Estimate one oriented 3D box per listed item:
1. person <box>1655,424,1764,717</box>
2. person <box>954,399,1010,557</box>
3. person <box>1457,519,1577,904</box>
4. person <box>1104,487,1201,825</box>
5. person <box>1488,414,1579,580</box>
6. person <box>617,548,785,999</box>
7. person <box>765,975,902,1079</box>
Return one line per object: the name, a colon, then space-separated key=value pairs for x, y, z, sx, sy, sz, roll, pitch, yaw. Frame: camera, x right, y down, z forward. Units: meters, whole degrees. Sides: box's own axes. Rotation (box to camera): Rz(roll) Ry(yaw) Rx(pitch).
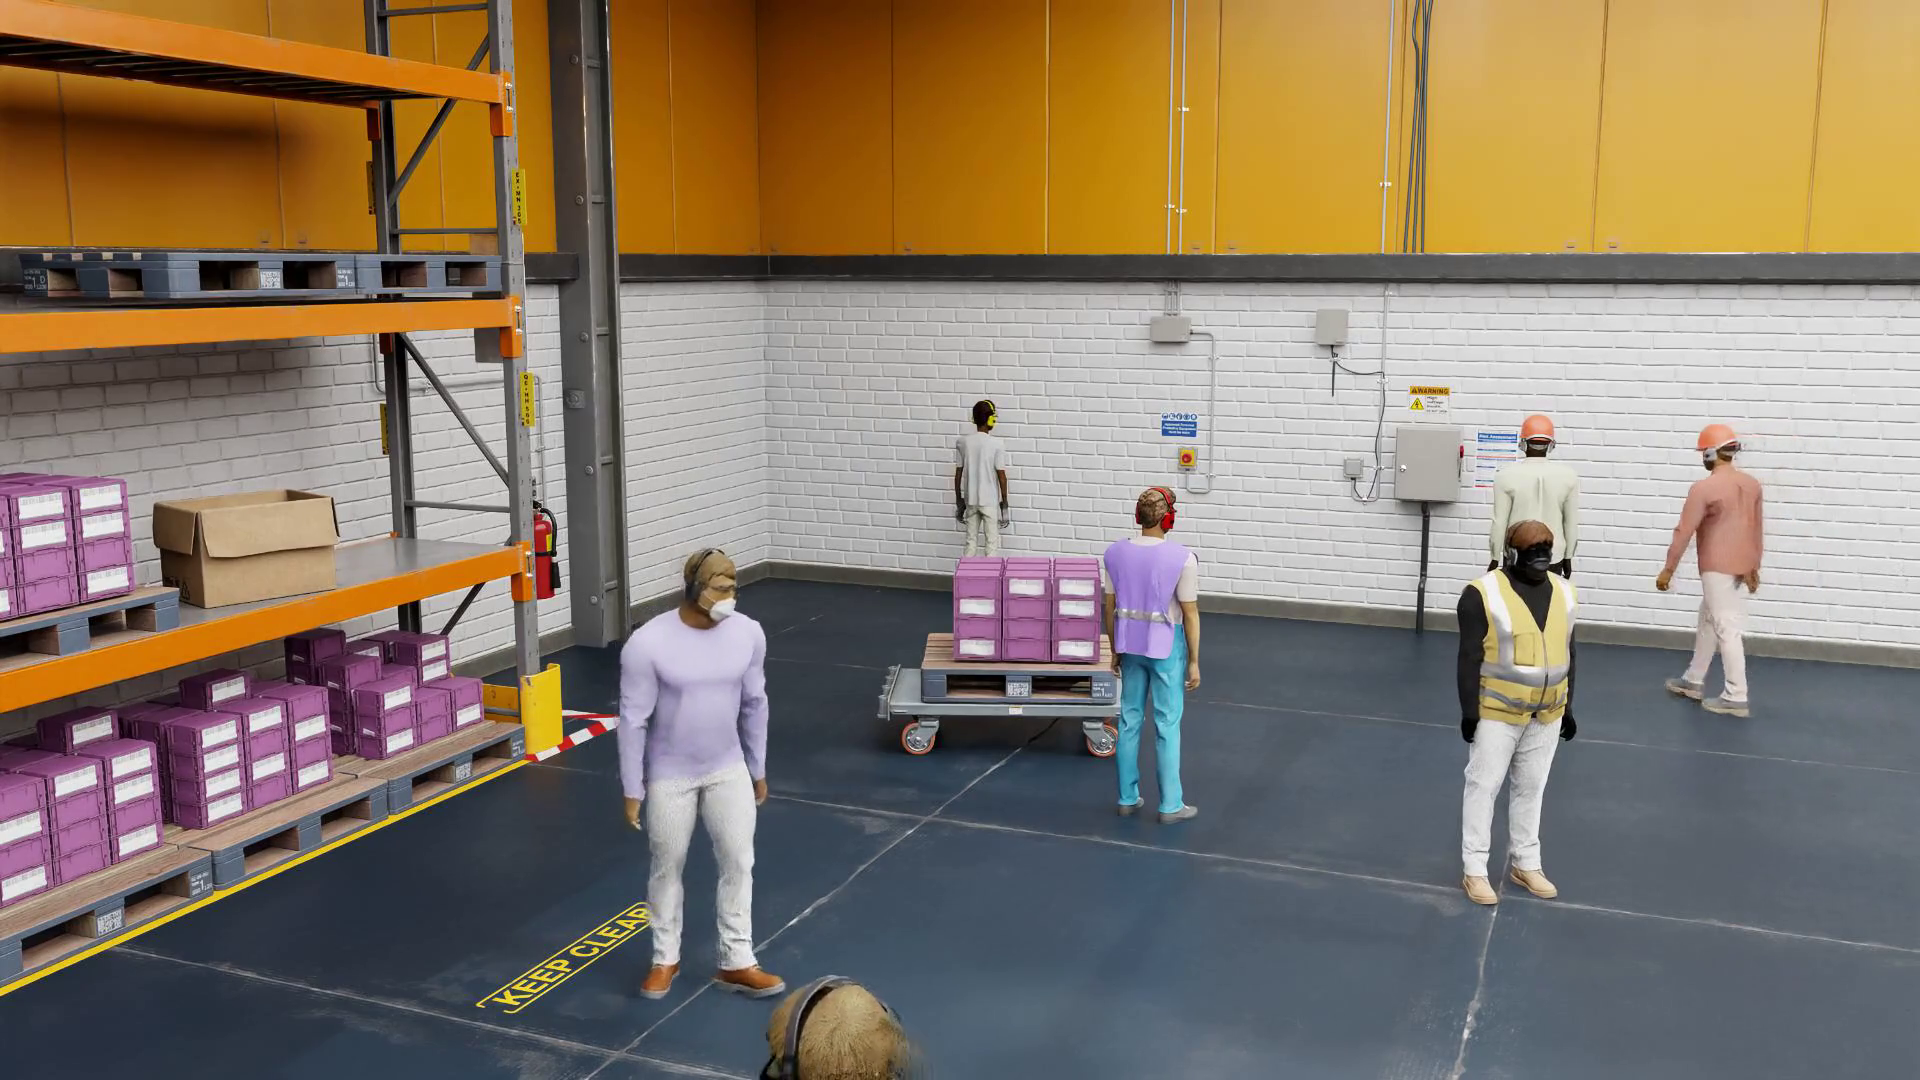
person: x=5.133 y=0.184 z=11.412 sx=0.647 sy=1.944 sz=0.874 roll=-5 pitch=11 yaw=-29
person: x=0.196 y=-0.298 z=14.609 sx=0.535 sy=1.868 sz=0.309 roll=5 pitch=11 yaw=28
person: x=2.673 y=0.814 z=7.952 sx=0.619 sy=1.845 sz=0.430 roll=-2 pitch=10 yaw=-14
person: x=1.039 y=0.630 z=9.055 sx=0.566 sy=1.847 sz=0.389 roll=6 pitch=11 yaw=33
person: x=4.044 y=0.108 z=11.765 sx=0.609 sy=1.995 sz=0.378 roll=0 pitch=9 yaw=2
person: x=-1.080 y=0.972 z=6.822 sx=0.655 sy=1.911 sz=0.585 roll=-5 pitch=11 yaw=-29
person: x=-0.162 y=1.649 z=2.741 sx=0.728 sy=1.884 sz=0.888 roll=-4 pitch=10 yaw=-24
